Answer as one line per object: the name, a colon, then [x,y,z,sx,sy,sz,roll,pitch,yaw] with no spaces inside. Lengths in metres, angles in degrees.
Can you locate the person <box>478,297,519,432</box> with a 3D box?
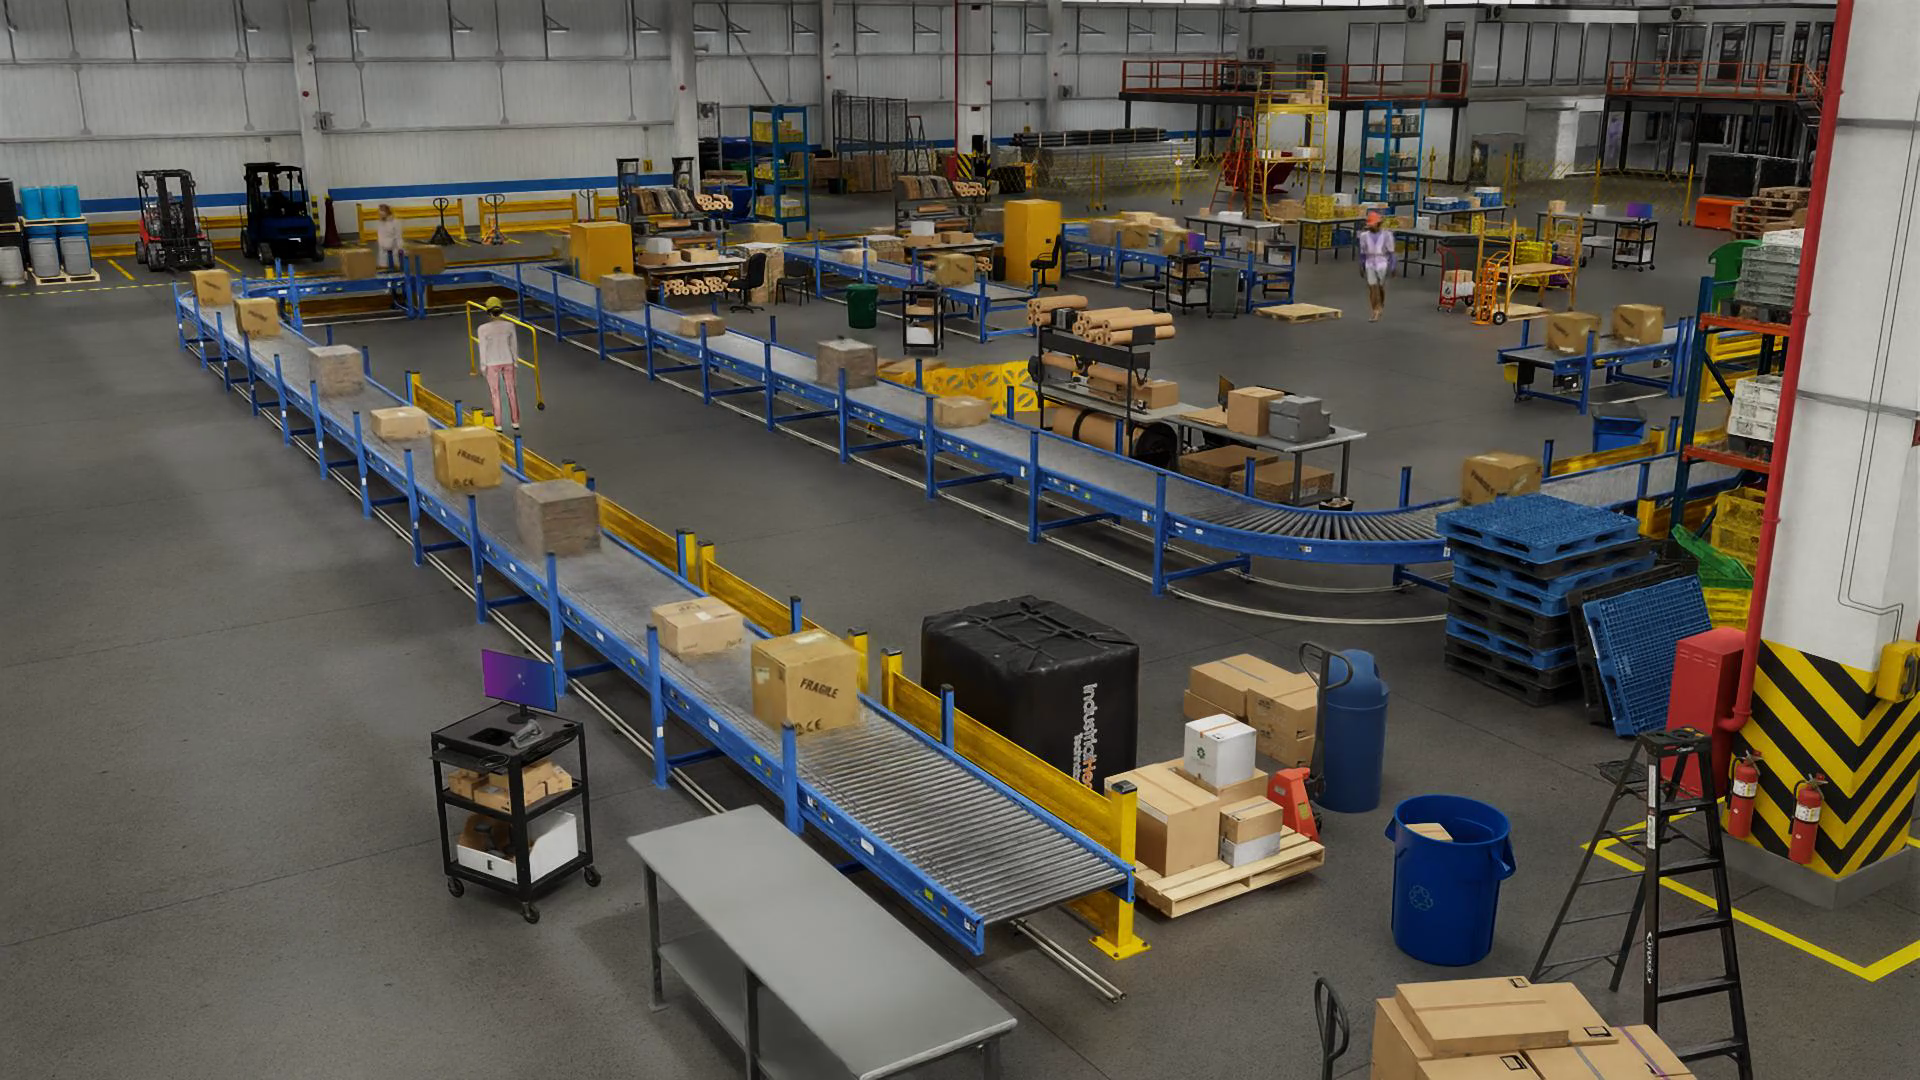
person: [-6.036,-2.295,21.752,0.535,1.767,0.316,-13,21,-37]

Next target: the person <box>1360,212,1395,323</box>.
person: [7.645,-5.012,30.422,0.676,1.996,0.853,8,19,26]

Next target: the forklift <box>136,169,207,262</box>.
forklift: [-17.842,-7.318,37.559,1.157,1.987,2.680,-10,20,-31]

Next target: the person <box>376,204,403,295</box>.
person: [-11.254,-5.721,32.962,0.653,1.882,0.748,7,18,21]

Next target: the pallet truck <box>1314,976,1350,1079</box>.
pallet truck: [2.299,2.390,7.086,1.601,1.201,0.680,-2,17,-7]

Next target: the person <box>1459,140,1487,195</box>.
person: [17.141,-12.350,55.147,0.902,1.819,0.512,8,19,26]

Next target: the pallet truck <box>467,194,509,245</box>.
pallet truck: [-11.983,-8.177,42.137,0.704,1.261,1.522,-11,20,-33]

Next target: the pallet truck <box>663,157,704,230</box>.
pallet truck: [-7.586,-9.308,44.692,0.823,1.965,1.885,-11,20,-33]

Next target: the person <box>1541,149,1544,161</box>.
person: [21.826,-14.478,62.503,0.520,1.631,0.277,8,19,25]

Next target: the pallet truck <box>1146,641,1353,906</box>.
pallet truck: [1.664,1.407,10.232,1.630,1.274,0.653,-10,20,-31]

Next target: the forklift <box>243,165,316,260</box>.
forklift: [-15.898,-7.669,38.708,1.157,1.987,2.680,-11,20,-33]

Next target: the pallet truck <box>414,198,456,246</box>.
pallet truck: [-13.250,-8.060,41.856,0.680,1.201,1.601,-10,20,-31]

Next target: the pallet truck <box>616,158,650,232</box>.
pallet truck: [-8.918,-9.176,44.255,0.823,1.965,1.885,-9,19,-27]

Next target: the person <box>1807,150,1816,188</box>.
person: [27.178,-11.691,52.688,0.608,1.959,0.382,12,20,35]

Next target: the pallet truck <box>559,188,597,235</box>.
pallet truck: [-10.010,-8.652,43.699,0.653,1.274,1.630,-10,20,-31]
